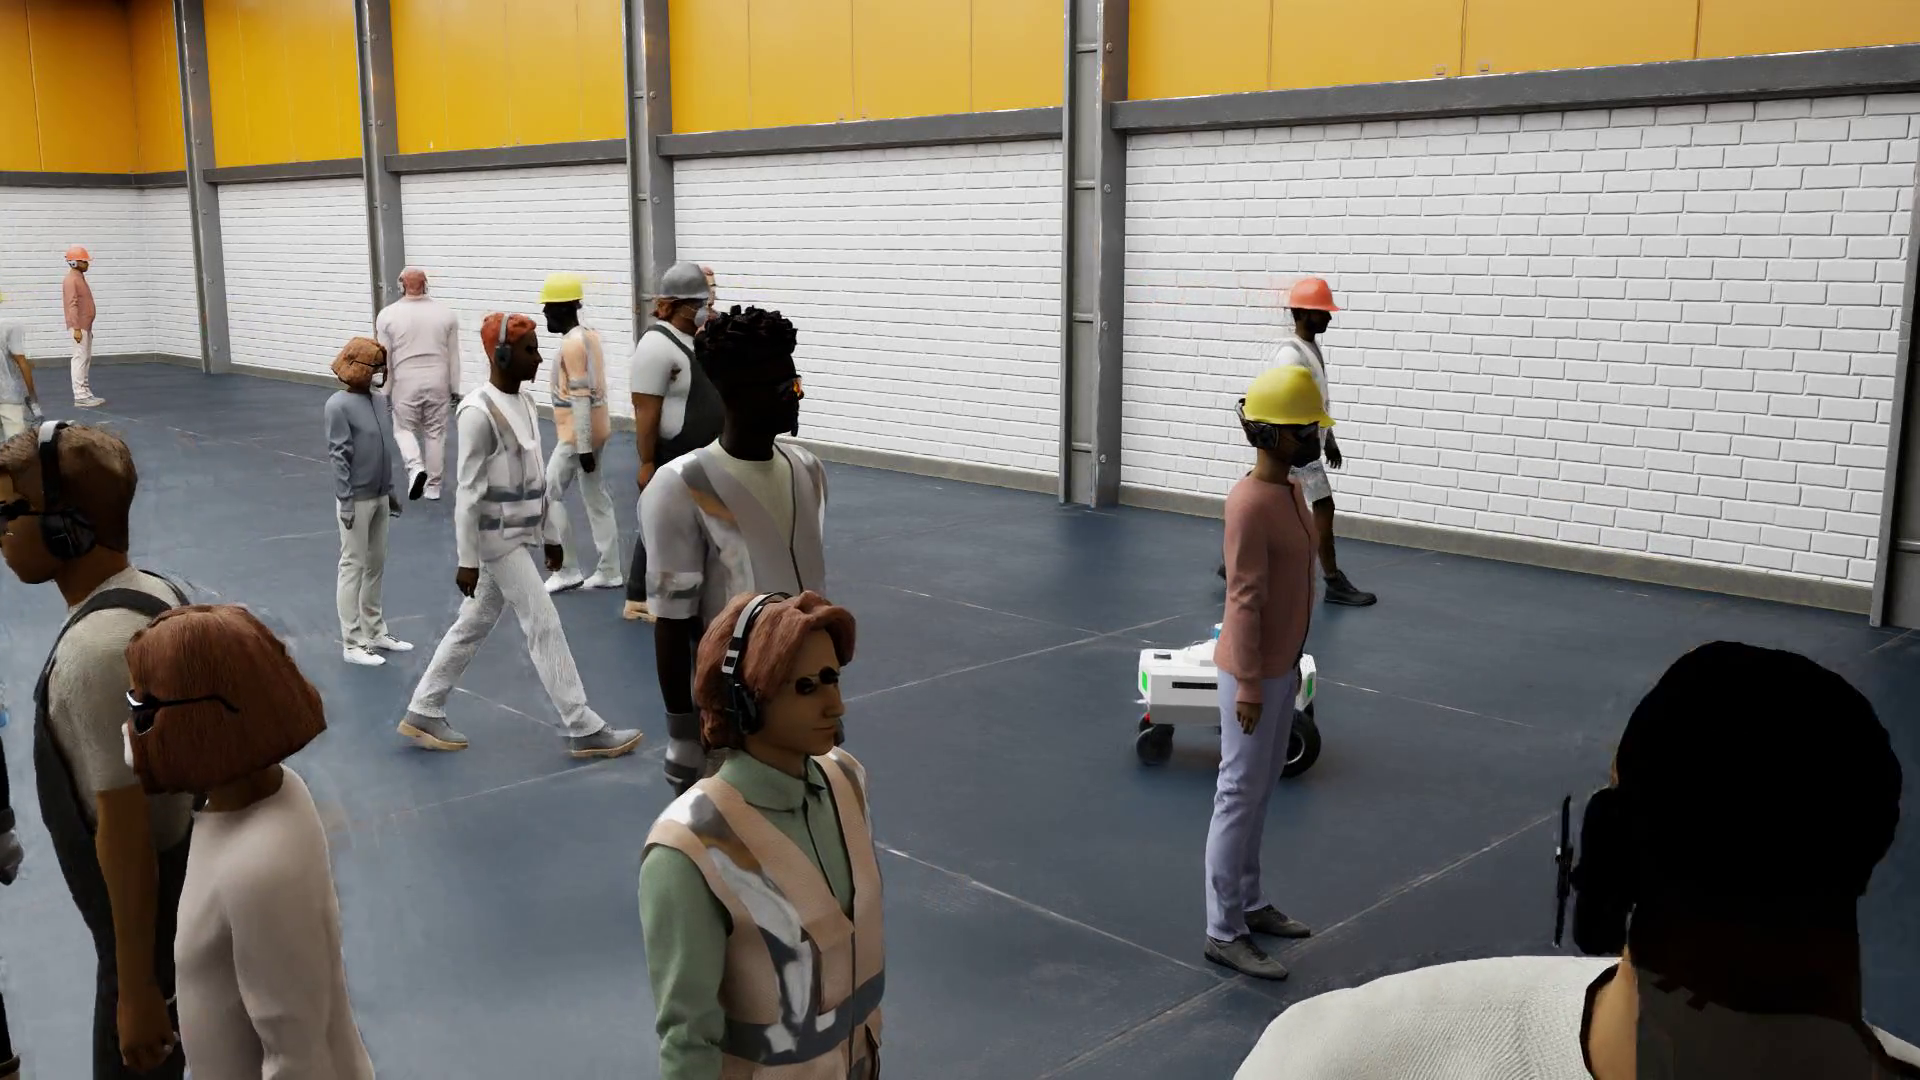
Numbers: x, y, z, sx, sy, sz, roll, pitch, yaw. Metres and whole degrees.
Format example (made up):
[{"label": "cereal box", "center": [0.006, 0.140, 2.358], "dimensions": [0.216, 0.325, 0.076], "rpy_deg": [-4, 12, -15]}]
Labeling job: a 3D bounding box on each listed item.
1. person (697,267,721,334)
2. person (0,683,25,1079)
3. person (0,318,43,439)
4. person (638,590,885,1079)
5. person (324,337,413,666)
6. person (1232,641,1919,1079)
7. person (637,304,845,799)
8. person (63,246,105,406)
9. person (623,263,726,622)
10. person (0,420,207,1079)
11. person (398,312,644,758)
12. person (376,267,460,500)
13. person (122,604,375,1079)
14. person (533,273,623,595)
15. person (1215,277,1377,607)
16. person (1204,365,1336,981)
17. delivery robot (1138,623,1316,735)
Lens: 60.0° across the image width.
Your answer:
[{"label": "person", "center": [-1.943, -1.111, 12.598], "dimensions": [0.432, 1.891, 0.676], "rpy_deg": [5, 12, 27]}, {"label": "person", "center": [-2.379, 0.653, 3.594], "dimensions": [0.539, 1.666, 0.763], "rpy_deg": [4, 11, 22]}, {"label": "person", "center": [-6.843, -0.957, 11.954], "dimensions": [0.697, 1.836, 0.315], "rpy_deg": [-1, 10, -5]}, {"label": "person", "center": [-0.270, 0.877, 2.453], "dimensions": [0.309, 1.641, 0.514], "rpy_deg": [5, 11, 24]}, {"label": "person", "center": [-2.976, -0.201, 8.350], "dimensions": [0.282, 1.633, 0.498], "rpy_deg": [2, 11, 10]}, {"label": "person", "center": [0.460, 0.970, 1.176], "dimensions": [0.659, 1.920, 0.769], "rpy_deg": [5, 12, 27]}, {"label": "person", "center": [-0.514, 0.403, 4.146], "dimensions": [0.361, 1.965, 0.612], "rpy_deg": [7, 12, 33]}, {"label": "person", "center": [-11.000, -2.674, 20.851], "dimensions": [0.393, 1.992, 0.622], "rpy_deg": [-3, 11, -16]}, {"label": "person", "center": [-1.437, -0.523, 8.995], "dimensions": [1.005, 2.000, 0.701], "rpy_deg": [2, 11, 9]}, {"label": "person", "center": [-1.370, 0.687, 2.995], "dimensions": [0.577, 1.824, 0.546], "rpy_deg": [-4, 11, -19]}, {"label": "person", "center": [-1.866, -0.008, 6.780], "dimensions": [1.038, 1.833, 0.588], "rpy_deg": [0, 10, 2]}, {"label": "person", "center": [-4.287, -1.222, 13.238], "dimensions": [0.653, 1.889, 0.562], "rpy_deg": [-6, 12, -29]}, {"label": "person", "center": [-1.017, 0.888, 2.445], "dimensions": [0.377, 1.615, 0.514], "rpy_deg": [-4, 11, -22]}, {"label": "person", "center": [-2.340, -0.622, 9.904], "dimensions": [0.666, 1.904, 0.589], "rpy_deg": [0, 10, -1]}, {"label": "person", "center": [1.949, -0.579, 9.691], "dimensions": [0.963, 1.903, 0.543], "rpy_deg": [4, 11, 21]}, {"label": "person", "center": [0.910, 0.375, 4.852], "dimensions": [0.320, 1.767, 0.534], "rpy_deg": [5, 11, 24]}, {"label": "delivery robot", "center": [1.079, 0.583, 6.766], "dimensions": [0.707, 0.478, 0.477], "rpy_deg": [1, 10, 8]}]
